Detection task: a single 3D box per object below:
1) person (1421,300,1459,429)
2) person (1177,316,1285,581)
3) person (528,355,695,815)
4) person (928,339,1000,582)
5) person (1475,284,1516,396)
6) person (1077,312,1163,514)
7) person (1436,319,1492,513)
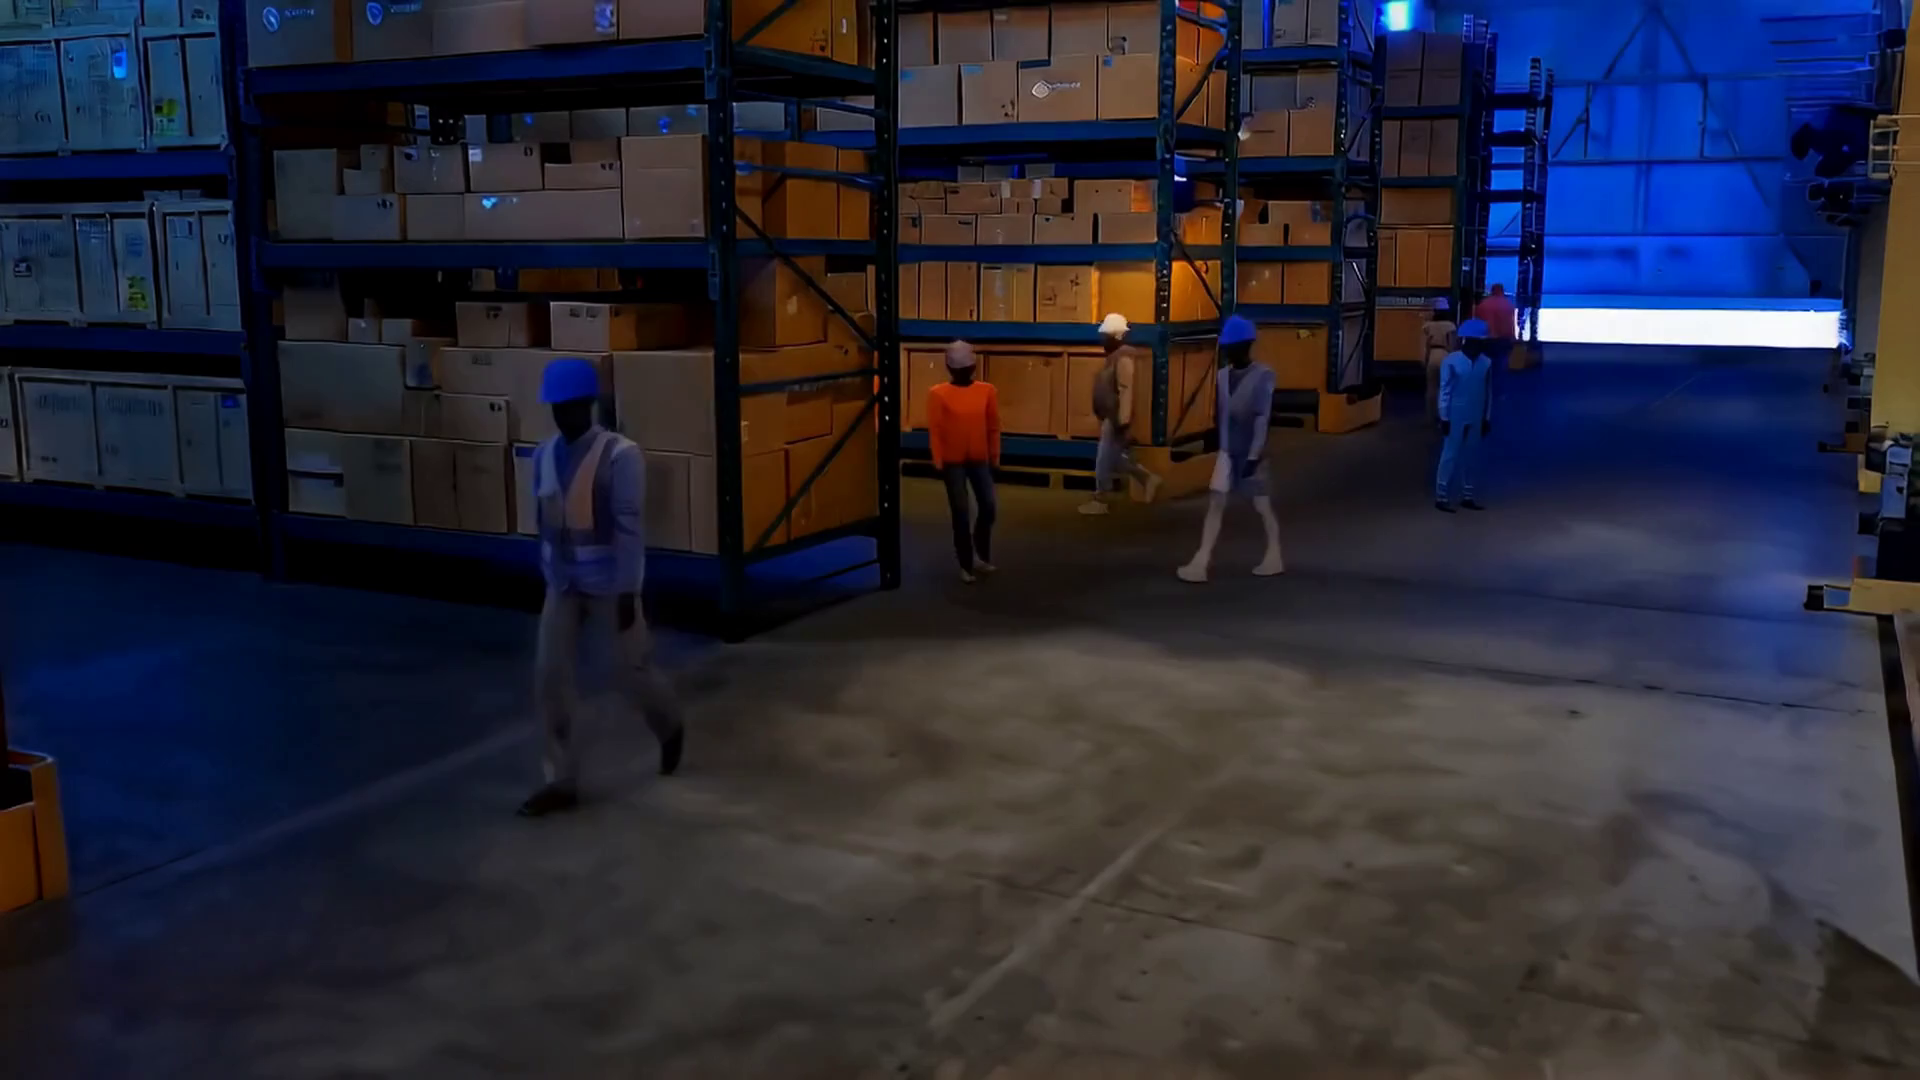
[{"bbox_3d":[6.405,-2.349,22.244,0.489,1.705,0.864,4,10,20],"label":"person"},{"bbox_3d":[1.991,-0.646,11.873,0.997,1.887,0.546,-9,13,-42],"label":"person"},{"bbox_3d":[-1.531,0.159,7.139,0.615,1.922,0.892,5,11,25],"label":"person"},{"bbox_3d":[0.039,-0.552,11.779,0.544,1.732,0.348,-3,10,-17],"label":"person"},{"bbox_3d":[8.672,-3.214,26.913,0.695,1.828,1.012,6,12,32],"label":"person"},{"bbox_3d":[1.441,-1.125,14.851,0.725,1.812,0.604,-1,10,-4],"label":"person"},{"bbox_3d":[4.573,-1.116,15.004,0.567,1.742,0.351,-5,11,-25],"label":"person"}]
